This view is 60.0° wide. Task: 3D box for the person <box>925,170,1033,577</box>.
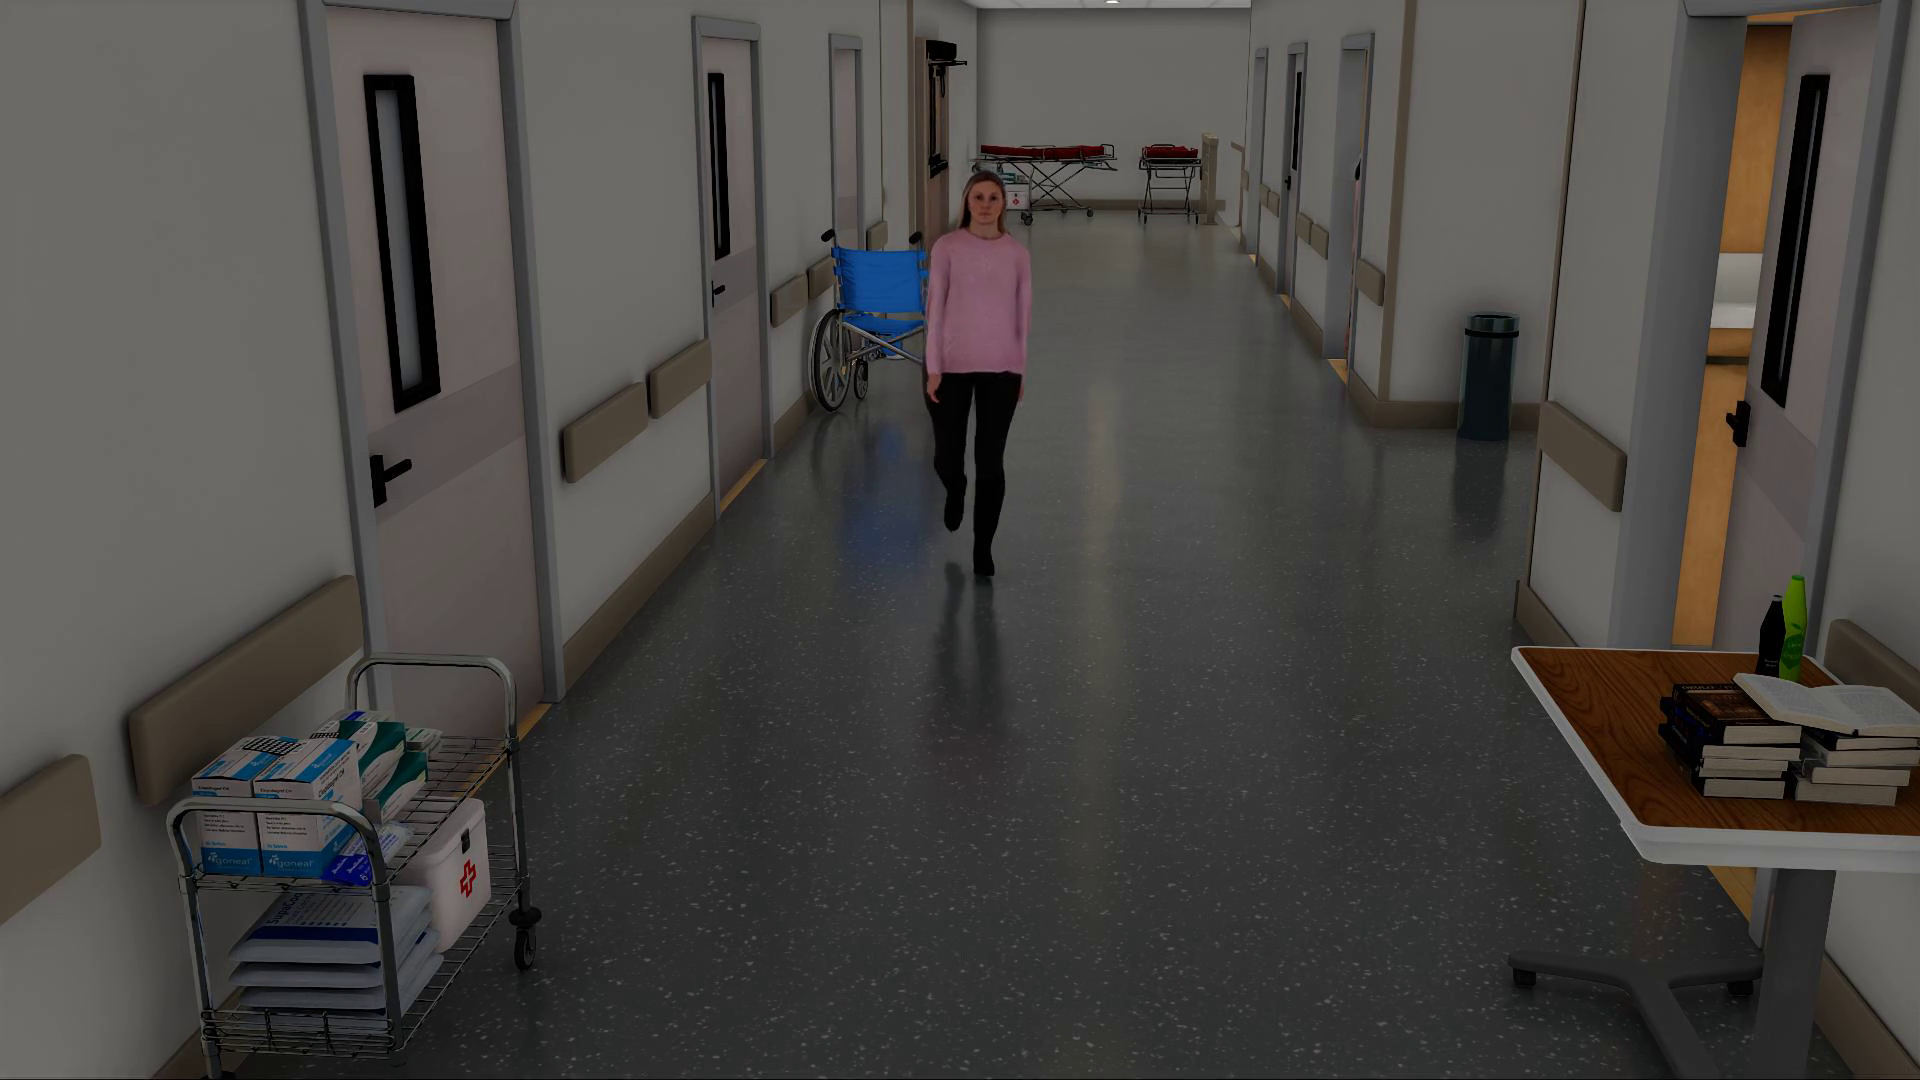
[{"bbox_3d":[0.054,-0.716,7.079,0.700,1.673,0.988,-1,16,-5],"label":"person"}]
